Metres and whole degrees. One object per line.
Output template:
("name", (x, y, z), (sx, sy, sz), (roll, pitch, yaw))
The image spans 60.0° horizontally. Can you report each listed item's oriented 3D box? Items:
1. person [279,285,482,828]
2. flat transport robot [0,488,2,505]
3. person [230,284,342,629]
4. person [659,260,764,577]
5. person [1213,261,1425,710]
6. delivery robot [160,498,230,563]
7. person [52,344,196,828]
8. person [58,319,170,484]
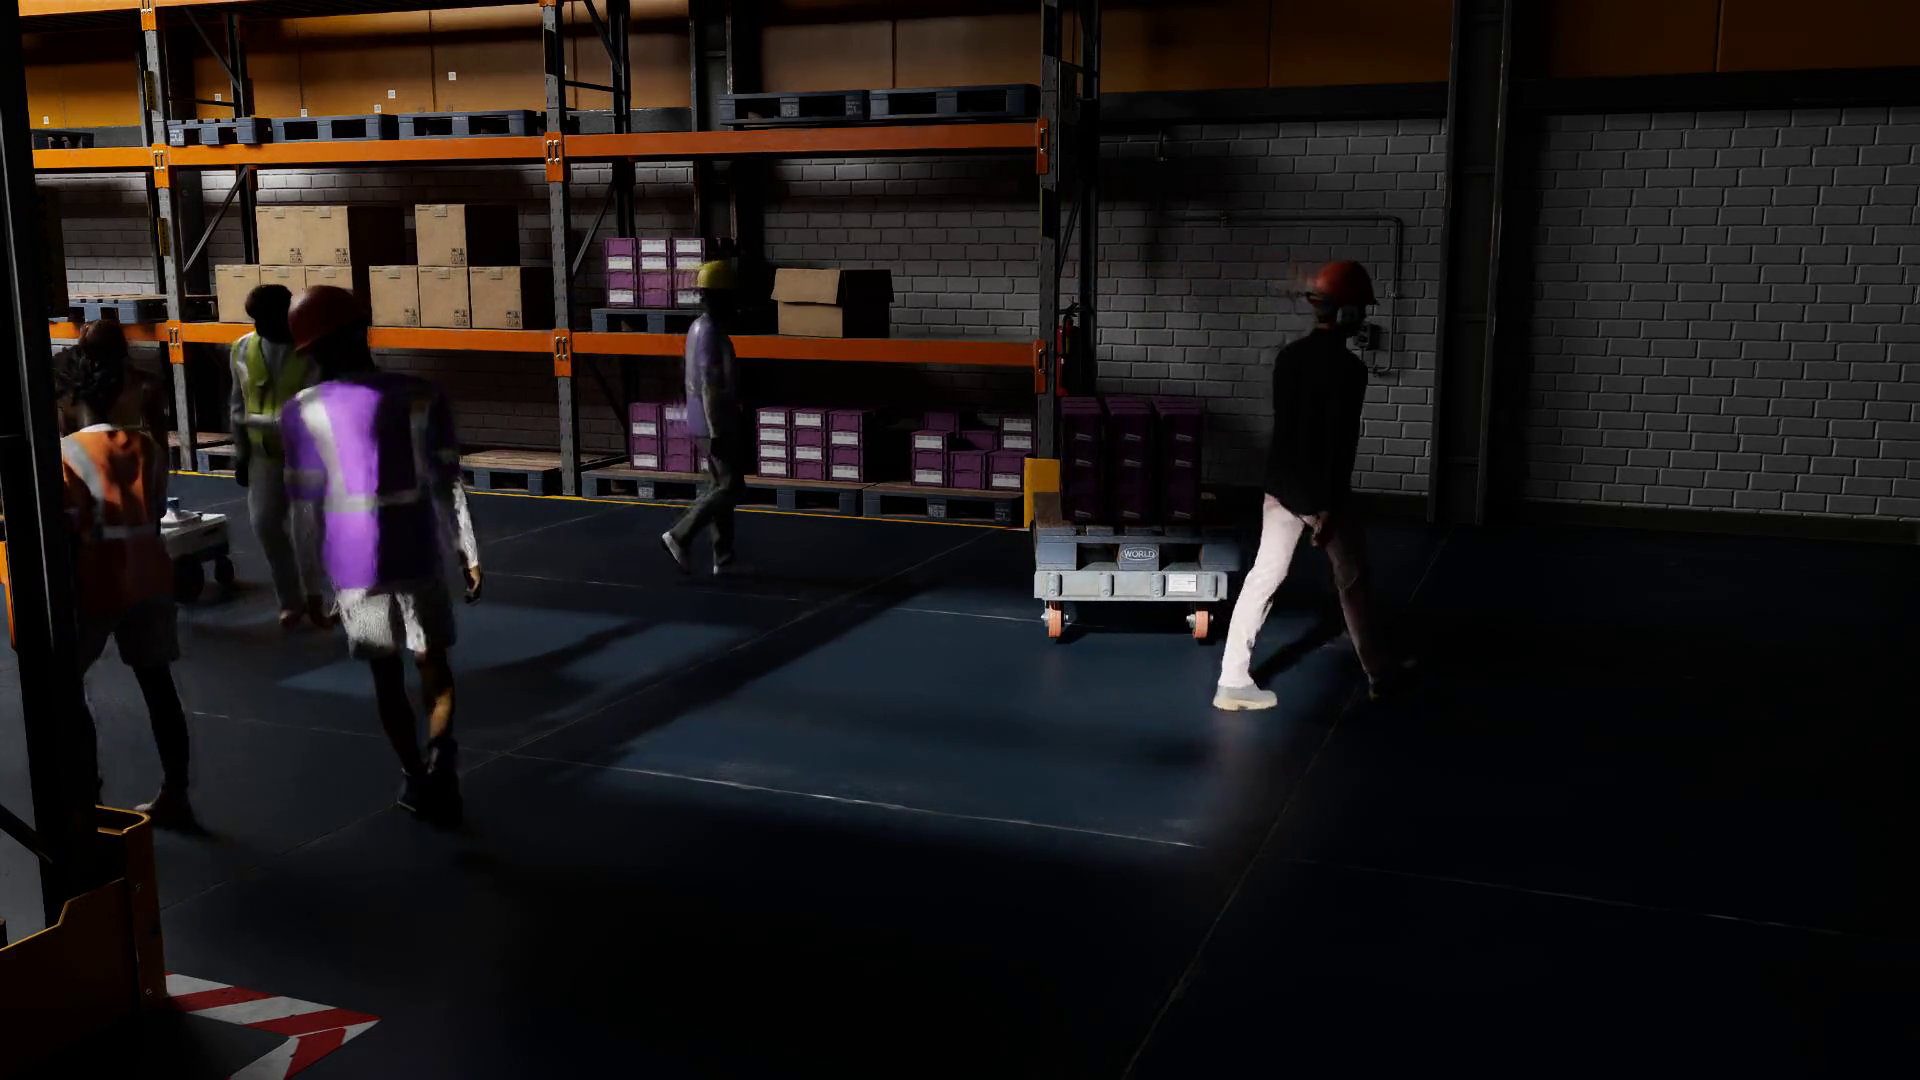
("person", (-1.923, 0.089, 5.611), (0.627, 1.880, 0.635), (-5, 11, -24))
("flat transport robot", (-7.910, -0.405, 12.848), (1.431, 0.197, 0.652), (10, 14, 44))
("person", (-3.472, -0.426, 8.703), (0.647, 1.806, 0.599), (0, 10, 0))
("person", (-1.479, -0.702, 9.910), (0.513, 1.915, 0.603), (-1, 10, -8))
("person", (1.548, -0.219, 7.185), (1.025, 1.940, 0.615), (-5, 11, -27))
("delivery robot", (-4.516, 0.001, 9.535), (0.477, 0.478, 0.707), (1, 10, 6))
("person", (-2.944, 0.177, 5.686), (0.625, 1.671, 0.552), (3, 11, 18))
("person", (-4.463, -0.352, 8.798), (0.369, 1.620, 0.513), (9, 14, 41))
